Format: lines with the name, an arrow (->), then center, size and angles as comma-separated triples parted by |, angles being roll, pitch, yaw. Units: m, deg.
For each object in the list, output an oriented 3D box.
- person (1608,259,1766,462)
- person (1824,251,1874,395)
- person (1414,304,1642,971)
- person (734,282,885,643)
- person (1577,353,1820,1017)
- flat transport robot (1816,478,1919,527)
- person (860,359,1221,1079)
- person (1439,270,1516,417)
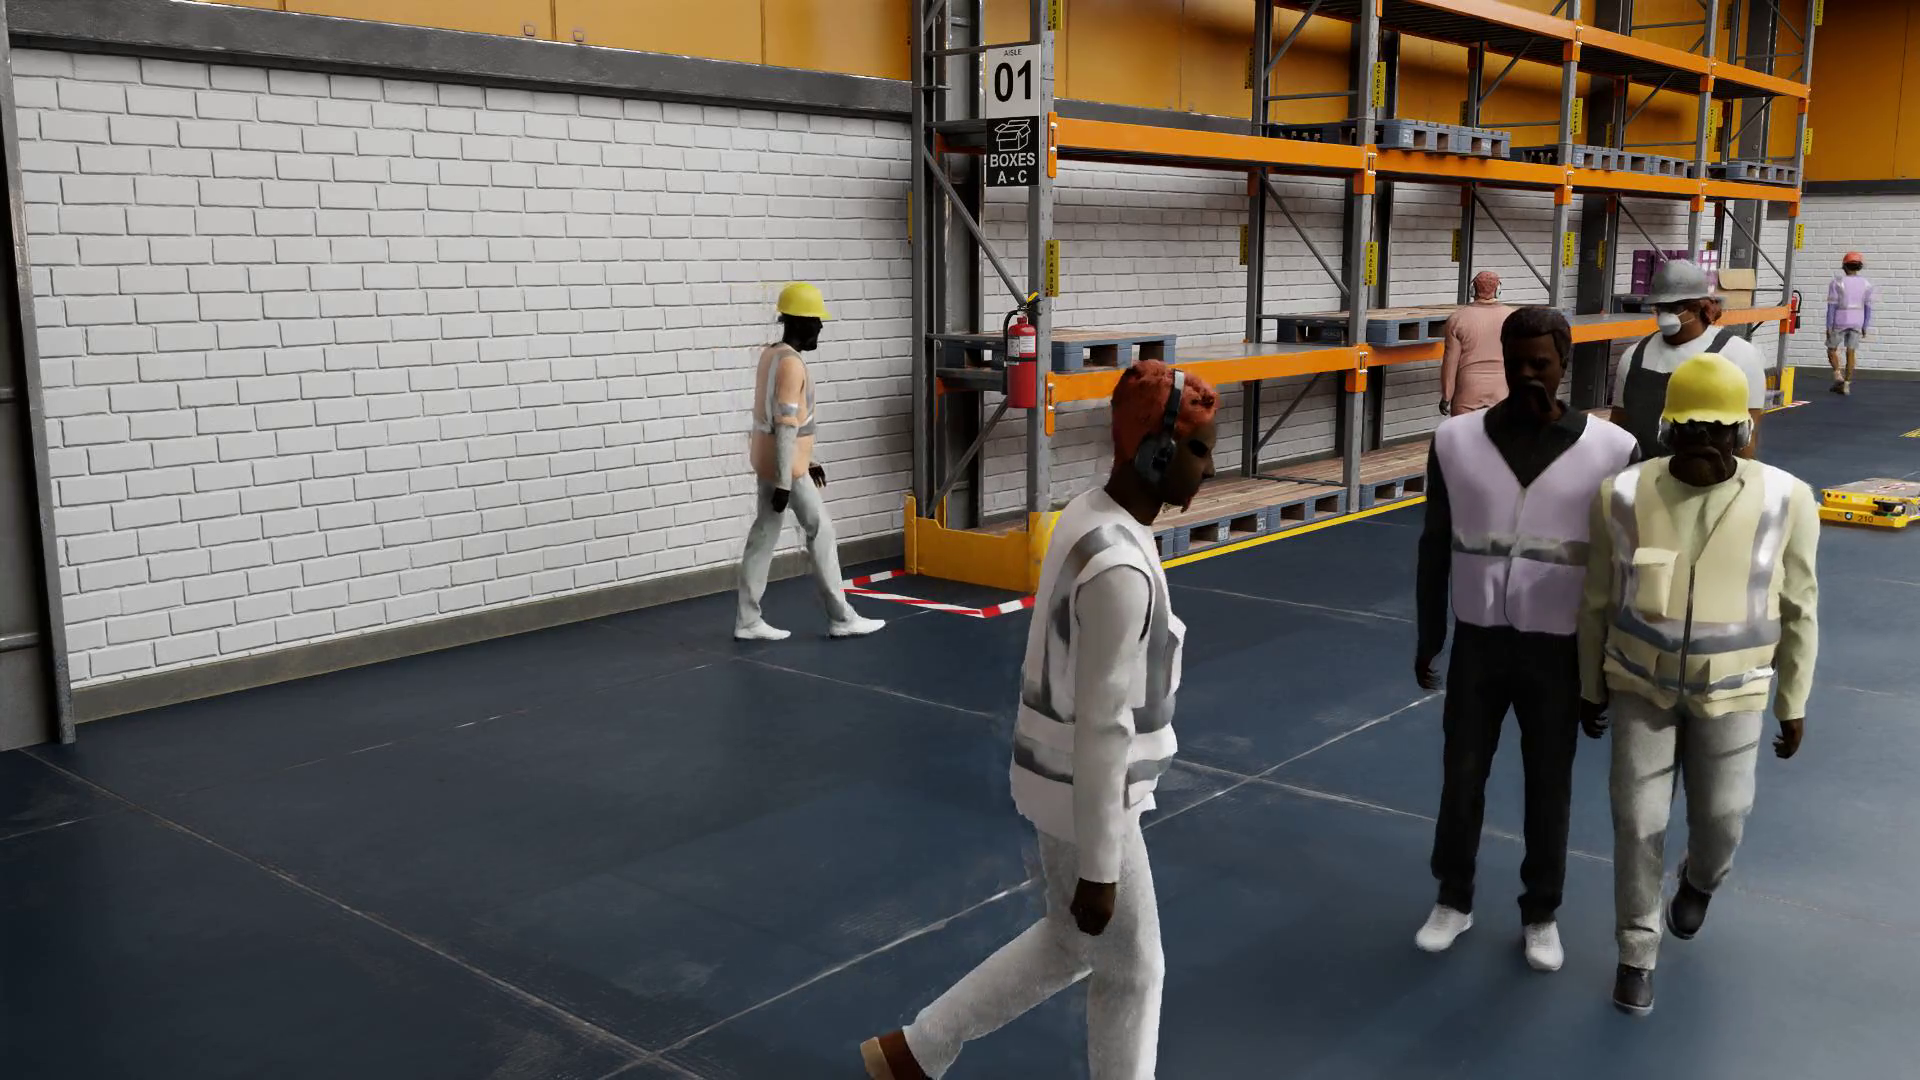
person -> 3.291, -0.289, 7.726 | 0.536, 2.000, 0.708 | -7, 12, -36
person -> 12.577, -3.068, 23.584 | 0.609, 2.030, 0.434 | 2, 10, 9
person -> 1.625, 0.278, 4.846 | 0.595, 1.918, 0.383 | 4, 11, 23
person -> -0.802, -0.395, 8.740 | 0.888, 1.886, 0.605 | -4, 11, -19
person -> 2.032, 0.377, 4.623 | 0.604, 1.812, 0.609 | 5, 11, 27
flat transport robot -> 7.160, -0.302, 12.834 | 1.431, 0.197, 0.652 | -8, 13, -40
person -> 0.189, 0.546, 3.502 | 0.738, 1.860, 0.634 | 0, 10, 0
person -> 4.057, -1.144, 12.977 | 0.652, 1.906, 0.403 | 0, 10, 0
